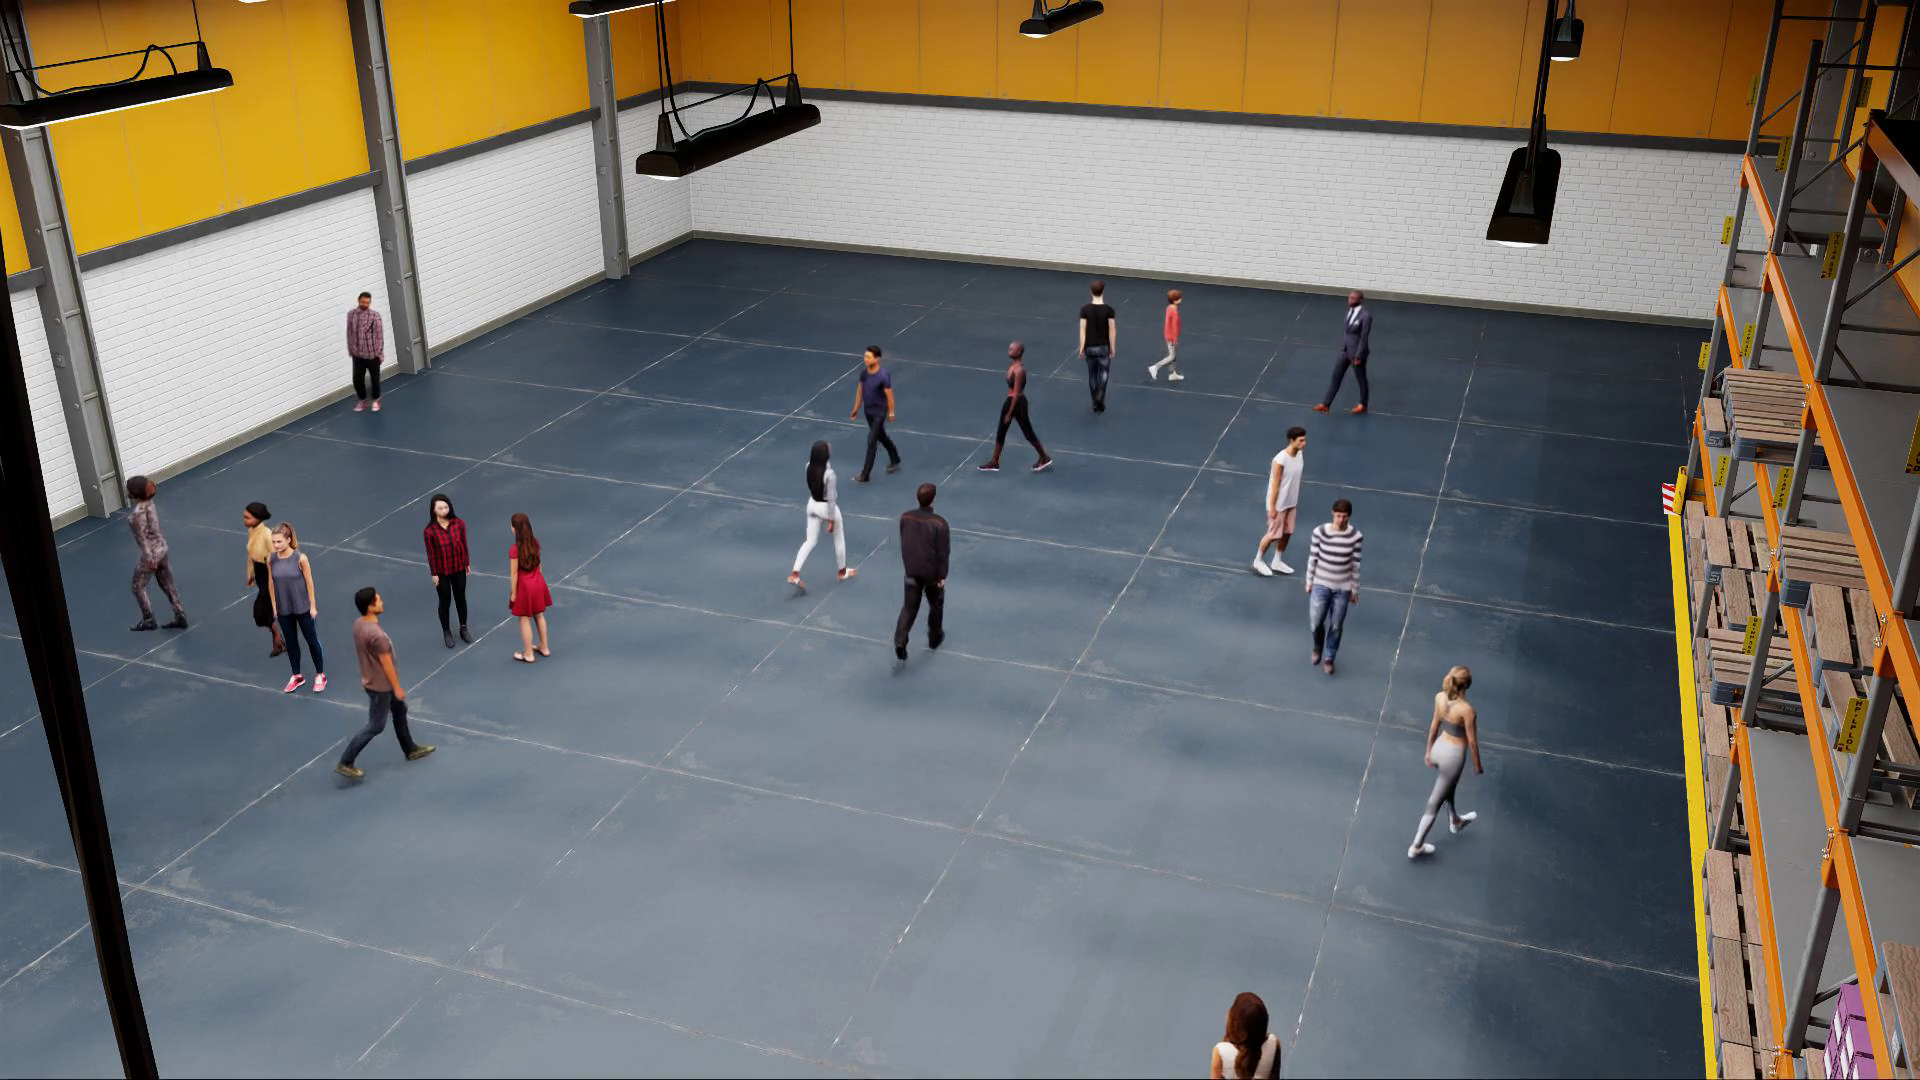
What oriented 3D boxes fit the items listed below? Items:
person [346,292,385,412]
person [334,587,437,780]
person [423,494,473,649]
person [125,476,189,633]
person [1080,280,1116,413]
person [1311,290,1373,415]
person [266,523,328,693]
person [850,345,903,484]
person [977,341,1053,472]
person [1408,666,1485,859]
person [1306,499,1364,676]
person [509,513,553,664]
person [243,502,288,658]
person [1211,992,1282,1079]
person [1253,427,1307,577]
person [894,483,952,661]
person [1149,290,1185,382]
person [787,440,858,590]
[{"bbox_3d":[-8.385,-2.653,23.446,0.802,1.728,0.725,7,24,15],"label":"person"},{"bbox_3d":[-5.134,1.276,14.433,1.200,1.747,1.061,-14,27,-29],"label":"person"},{"bbox_3d":[-5.172,0.290,16.809,0.612,1.651,0.719,-18,30,-36],"label":"person"},{"bbox_3d":[-8.197,0.147,17.075,0.849,1.701,0.831,-3,24,-8],"label":"person"},{"bbox_3d":[1.909,-2.666,23.285,0.760,1.879,0.971,4,24,9],"label":"person"},{"bbox_3d":[5.566,-2.598,23.259,1.265,1.777,1.180,-12,26,-26],"label":"person"},{"bbox_3d":[-6.358,0.644,15.906,0.637,1.725,0.633,0,24,0],"label":"person"},{"bbox_3d":[-0.997,-1.627,21.069,1.230,1.752,0.978,-21,31,-40],"label":"person"},{"bbox_3d":[0.823,-1.662,21.194,1.139,1.715,1.173,-7,25,-16],"label":"person"},{"bbox_3d":[3.841,1.807,13.315,1.060,1.671,0.990,-11,26,-24],"label":"person"},{"bbox_3d":[3.651,0.411,16.306,0.707,1.833,0.721,5,24,12],"label":"person"},{"bbox_3d":[-4.289,0.463,16.540,0.680,1.550,0.610,15,28,31],"label":"person"},{"bbox_3d":[-6.829,0.376,16.624,0.700,1.641,0.757,19,30,37],"label":"person"},{"bbox_3d":[1.650,3.420,9.538,0.922,1.741,1.198,-3,24,-6],"label":"person"},{"bbox_3d":[3.515,-0.425,18.308,0.798,1.761,0.850,-19,30,-37],"label":"person"},{"bbox_3d":[-0.405,0.344,16.481,0.716,1.815,1.048,8,25,17],"label":"person"},{"bbox_3d":[3.078,-3.017,24.685,0.810,1.403,0.826,-4,24,-10],"label":"person"},{"bbox_3d":[-1.555,-0.250,17.992,0.905,1.694,1.216,20,31,38],"label":"person"}]
